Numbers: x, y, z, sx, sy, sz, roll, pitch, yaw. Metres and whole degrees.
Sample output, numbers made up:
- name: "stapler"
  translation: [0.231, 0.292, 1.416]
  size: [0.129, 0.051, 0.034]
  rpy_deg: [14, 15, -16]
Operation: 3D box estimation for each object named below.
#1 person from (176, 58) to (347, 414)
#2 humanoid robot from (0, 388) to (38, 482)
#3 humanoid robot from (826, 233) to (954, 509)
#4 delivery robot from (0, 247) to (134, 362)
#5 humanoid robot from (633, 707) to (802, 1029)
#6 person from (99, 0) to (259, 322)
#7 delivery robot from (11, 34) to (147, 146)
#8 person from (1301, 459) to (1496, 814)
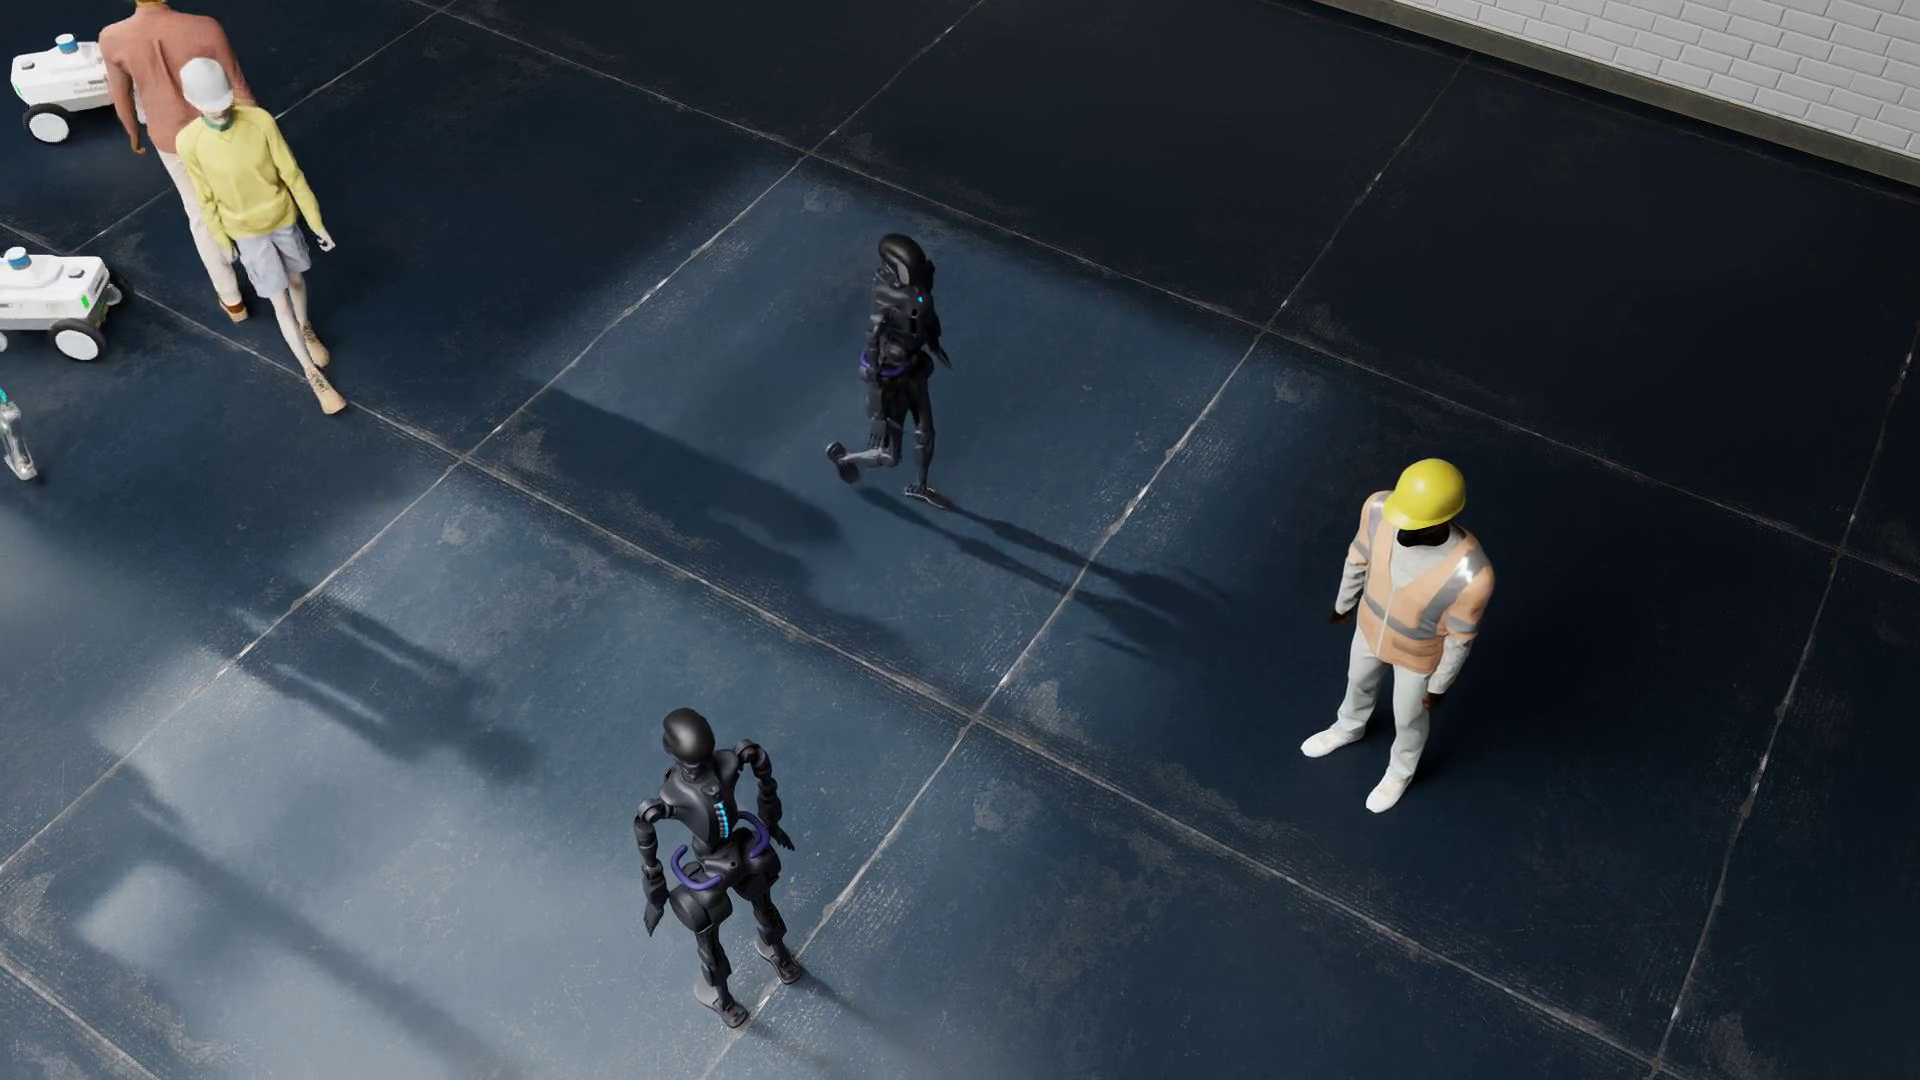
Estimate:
- name: "person"
  translation: [-3.313, -1.461, 8.041]
  size: [0.512, 1.860, 0.788]
  rpy_deg: [-29, 55, -23]
- name: "humanoid robot"
  translation: [-4.688, -0.849, 7.612]
  size: [0.837, 1.798, 0.536]
  rpy_deg: [33, 56, 25]
- name: "humanoid robot"
  translation: [-0.321, -0.784, 7.579]
  size: [0.571, 1.639, 0.609]
  rpy_deg: [22, 52, 18]
- name: "delivery robot"
  translation: [-4.827, -1.276, 8.740]
  size: [0.791, 0.592, 0.499]
  rpy_deg: [0, 49, 0]
- name: "humanoid robot"
  translation: [-0.848, 1.159, 5.866]
  size: [0.609, 1.649, 0.325]
  rpy_deg: [-33, 57, -25]
- name: "person"
  translation: [-3.946, -2.150, 8.592]
  size: [0.701, 1.921, 1.030]
  rpy_deg: [-11, 50, -10]
- name: "delivery robot"
  translation: [-5.292, -2.770, 10.037]
  size: [0.769, 0.580, 0.499]
  rpy_deg: [-13, 50, -11]
- name: "person"
  translation: [1.670, 0.370, 6.406]
  size: [0.416, 1.913, 0.601]
  rpy_deg: [-31, 56, -25]
